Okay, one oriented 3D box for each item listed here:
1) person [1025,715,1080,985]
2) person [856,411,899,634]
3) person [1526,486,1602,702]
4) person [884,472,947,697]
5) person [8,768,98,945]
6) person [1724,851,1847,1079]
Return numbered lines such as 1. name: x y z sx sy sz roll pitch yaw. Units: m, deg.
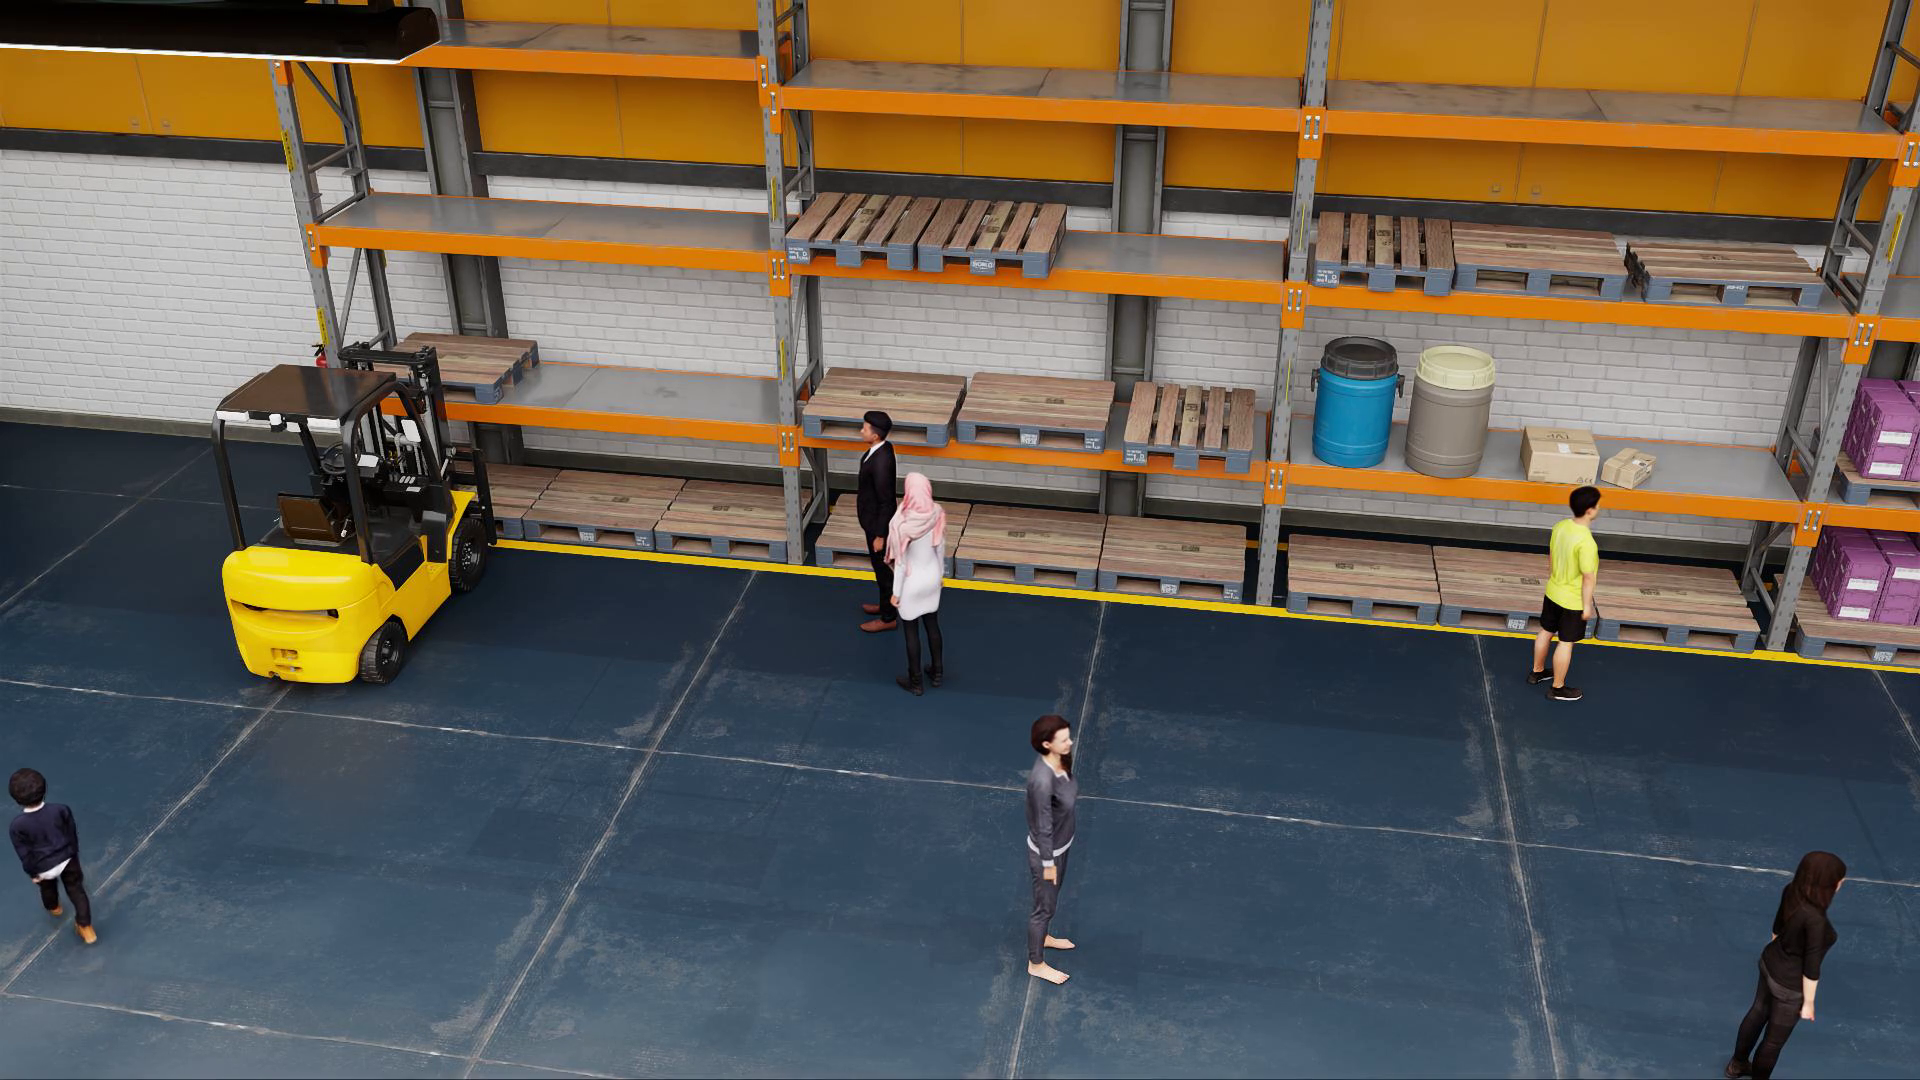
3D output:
1. person: 0.516 1.766 9.680 0.507 1.768 0.601 5 29 9
2. person: -0.621 -0.159 13.090 0.627 1.883 0.746 -1 29 -2
3. person: 4.490 0.383 12.279 0.693 1.708 0.699 -8 30 -15
4. person: -0.309 0.319 12.298 0.732 1.803 0.790 -19 34 -31
5. person: -5.426 1.923 9.988 0.785 1.199 0.871 -21 35 -34
6. person: 4.371 2.312 8.811 0.549 1.642 0.603 0 29 0
